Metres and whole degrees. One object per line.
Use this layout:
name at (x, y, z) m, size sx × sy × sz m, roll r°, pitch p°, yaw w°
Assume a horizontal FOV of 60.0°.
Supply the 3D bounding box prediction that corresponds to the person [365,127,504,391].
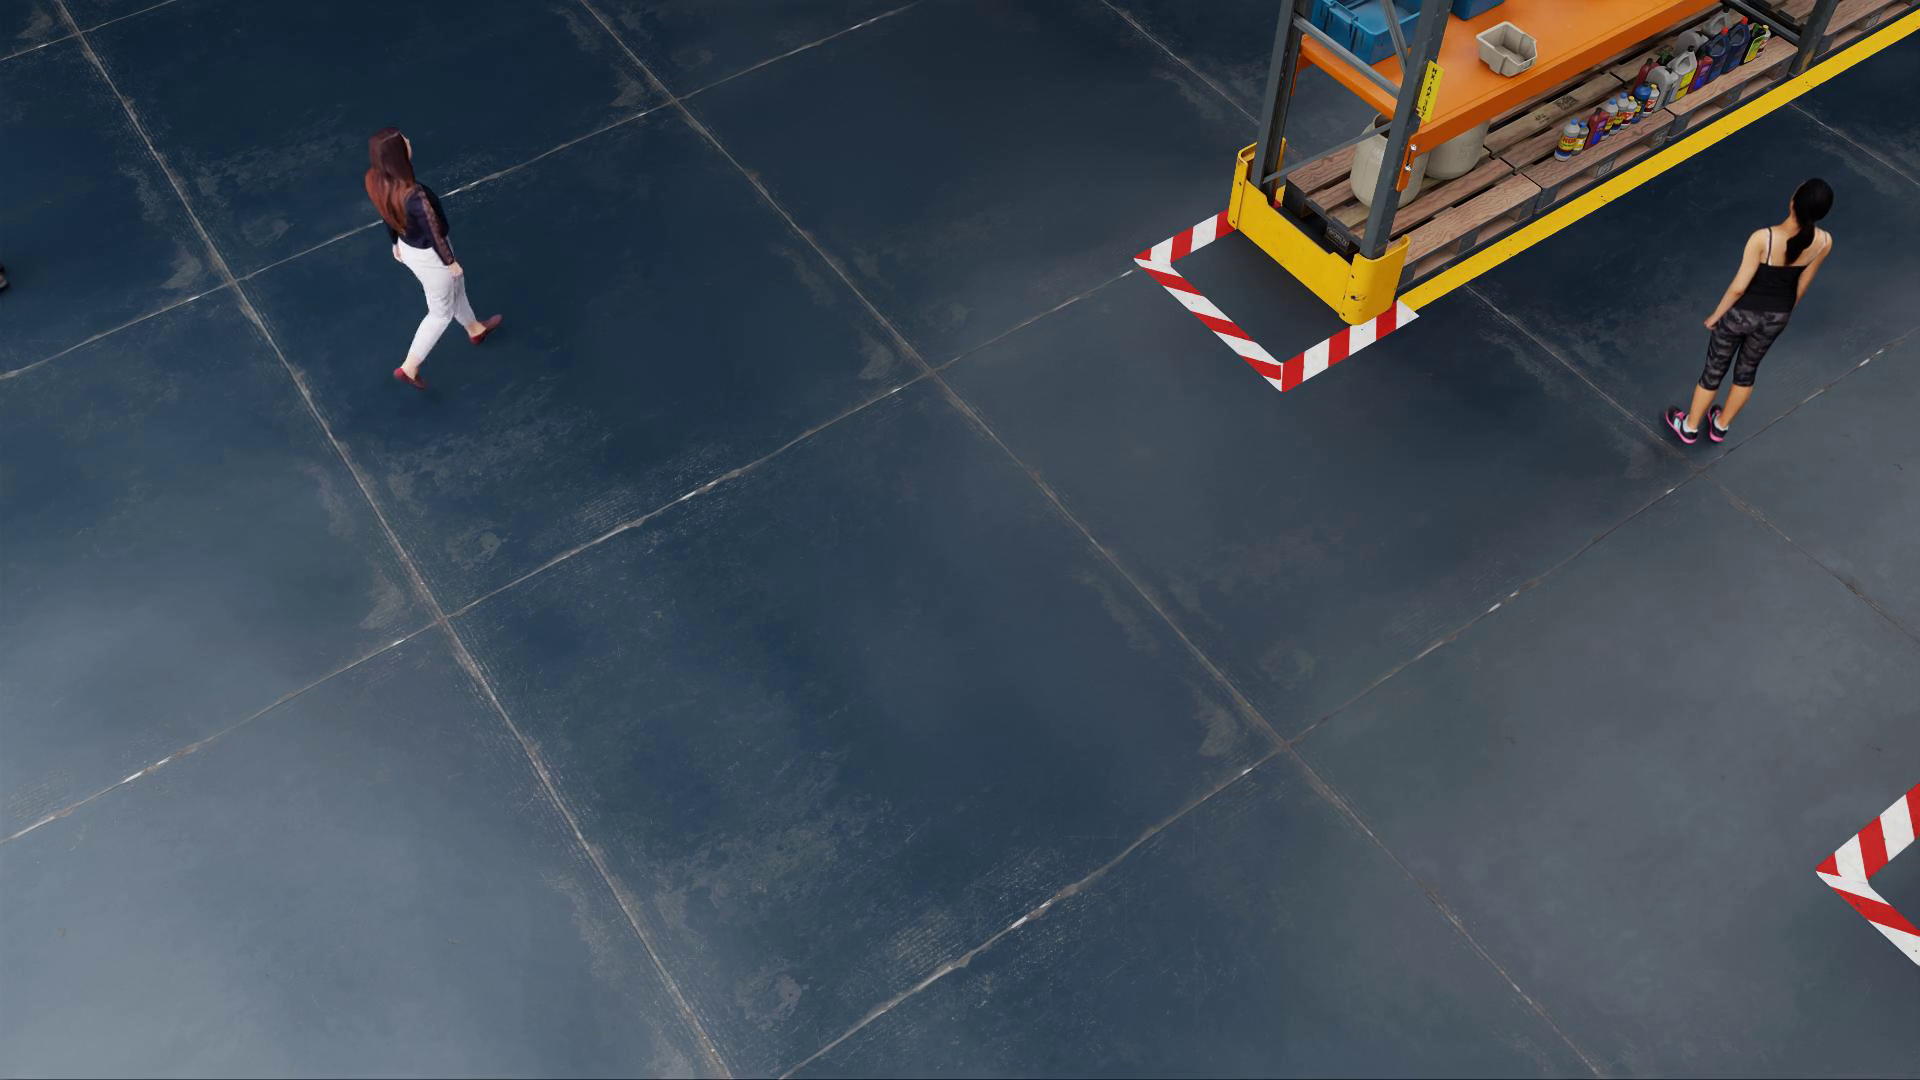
person at (-2.879, -1.474, 8.867) m, size 0.741 × 1.584 × 1.061 m, roll 35°, pitch 60°, yaw 24°

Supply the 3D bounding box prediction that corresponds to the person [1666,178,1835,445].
person at (4.066, -1.141, 8.518) m, size 0.643 × 1.730 × 0.721 m, roll 2°, pitch 52°, yaw 2°
